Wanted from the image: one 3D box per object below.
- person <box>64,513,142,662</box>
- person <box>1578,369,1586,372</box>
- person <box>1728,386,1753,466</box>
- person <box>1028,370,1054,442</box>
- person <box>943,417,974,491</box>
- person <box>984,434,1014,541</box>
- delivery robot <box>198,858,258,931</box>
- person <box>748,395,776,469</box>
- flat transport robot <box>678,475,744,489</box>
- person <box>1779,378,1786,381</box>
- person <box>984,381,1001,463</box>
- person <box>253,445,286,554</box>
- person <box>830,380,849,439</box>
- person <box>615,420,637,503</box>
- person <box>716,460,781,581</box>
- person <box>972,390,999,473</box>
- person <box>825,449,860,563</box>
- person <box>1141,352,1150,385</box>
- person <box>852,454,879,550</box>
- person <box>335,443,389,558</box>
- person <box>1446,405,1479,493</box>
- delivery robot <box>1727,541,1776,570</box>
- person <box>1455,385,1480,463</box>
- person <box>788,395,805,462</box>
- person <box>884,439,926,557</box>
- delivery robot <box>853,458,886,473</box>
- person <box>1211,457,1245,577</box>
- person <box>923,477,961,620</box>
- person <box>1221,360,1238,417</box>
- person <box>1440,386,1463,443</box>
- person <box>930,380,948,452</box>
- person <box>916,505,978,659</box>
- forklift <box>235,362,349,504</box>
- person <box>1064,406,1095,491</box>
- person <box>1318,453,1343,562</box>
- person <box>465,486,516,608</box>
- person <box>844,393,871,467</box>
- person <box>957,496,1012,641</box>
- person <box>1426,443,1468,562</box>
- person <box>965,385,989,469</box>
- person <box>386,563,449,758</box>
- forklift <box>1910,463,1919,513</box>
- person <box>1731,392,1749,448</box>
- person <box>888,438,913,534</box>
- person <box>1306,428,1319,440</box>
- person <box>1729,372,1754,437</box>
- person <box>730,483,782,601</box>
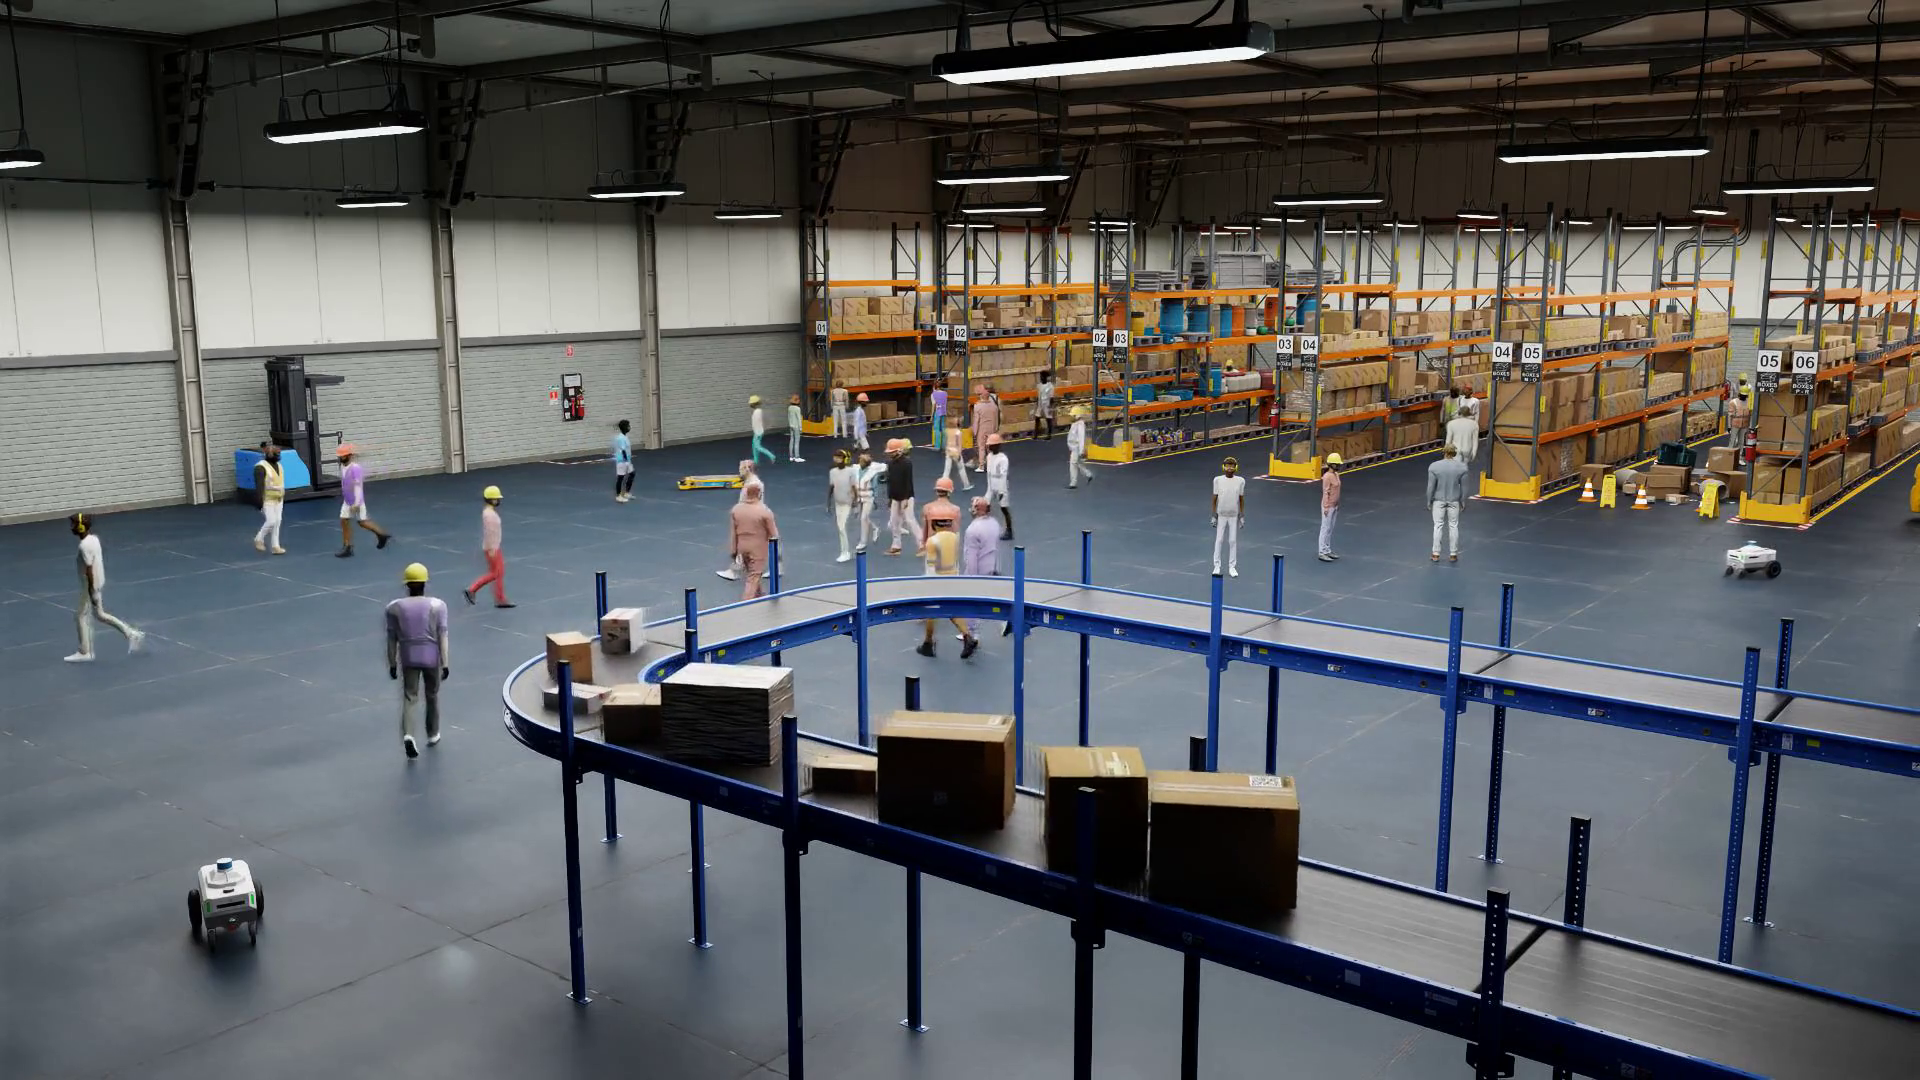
[{"bbox_3d":[-10.566,0.558,19.148,0.780,1.844,0.520,-2,10,-10],"label":"person"},{"bbox_3d":[16.578,-3.573,41.836,0.480,2.031,0.618,-10,14,-43],"label":"person"},{"bbox_3d":[18.715,-2.744,37.513,0.585,1.917,0.381,1,10,4],"label":"person"},{"bbox_3d":[2.196,-3.607,42.309,0.632,1.932,0.886,9,14,42],"label":"person"},{"bbox_3d":[-0.096,-1.805,33.146,0.513,1.594,0.851,9,14,43],"label":"person"},{"bbox_3d":[0.580,-0.900,27.216,0.975,1.882,0.565,-8,13,-38],"label":"person"},{"bbox_3d":[-5.329,2.556,11.370,0.477,0.478,0.707,-5,11,-29],"label":"delivery robot"},{"bbox_3d":[-4.707,-2.547,36.907,0.635,1.742,0.524,-1,10,-6],"label":"person"},{"bbox_3d":[-5.386,-1.265,33.940,1.431,0.197,0.652,-2,10,-13],"label":"flat transport robot"},{"bbox_3d":[24.034,-4.201,45.753,0.918,1.918,0.626,4,11,21],"label":"person"},{"bbox_3d":[0.665,-2.830,37.768,0.538,2.000,0.725,7,12,35],"label":"person"},{"bbox_3d":[-11.497,-0.670,26.109,0.455,1.823,0.653,2,10,11],"label":"person"},{"bbox_3d":[-3.334,-3.618,43.249,0.516,1.630,0.314,0,10,0],"label":"person"},{"bbox_3d":[-6.772,-1.597,31.733,0.539,1.683,0.548,0,10,-1],"label":"person"},{"bbox_3d":[-3.237,-0.301,23.962,1.015,1.849,0.666,-2,10,-11],"label":"person"},{"bbox_3d":[0.574,-2.522,36.289,0.639,1.911,0.406,-5,11,-28],"label":"person"},{"bbox_3d":[-1.943,-0.547,25.335,0.575,1.844,0.593,7,12,33],"label":"person"},{"bbox_3d":[6.169,-5.381,52.343,0.702,1.916,0.662,-7,12,-33],"label":"person"},{"bbox_3d":[-1.598,-0.686,26.763,0.521,1.620,0.679,8,13,36],"label":"person"},{"bbox_3d":[-10.002,-0.689,26.016,0.542,1.906,0.863,7,12,34],"label":"person"},{"bbox_3d":[10.452,-1.853,32.544,0.631,1.909,0.890,1,10,6],"label":"person"},{"bbox_3d":[12.295,0.260,24.295,0.707,0.478,0.477,-3,11,-18],"label":"delivery robot"},{"bbox_3d":[12.318,-2.823,38.056,0.575,1.883,0.362,8,13,38],"label":"person"},{"bbox_3d":[-4.017,-2.740,38.278,0.280,1.636,0.500,-8,13,-39],"label":"person"},{"bbox_3d":[-0.914,-0.698,25.872,0.601,1.965,0.827,-8,13,-37],"label":"person"},{"bbox_3d":[-2.006,-1.577,34.635,0.707,0.478,0.477,-3,11,-18],"label":"delivery robot"},{"bbox_3d":[4.152,-0.362,24.263,0.507,1.865,0.329,1,10,4],"label":"person"},{"bbox_3d":[-0.269,0.106,21.433,0.627,1.940,1.072,5,11,26],"label":"person"},{"bbox_3d":[8.438,-4.754,49.101,0.593,1.814,0.474,5,11,27],"label":"person"},{"bbox_3d":[12.377,-2.975,39.172,0.640,1.809,0.909,9,13,40],"label":"person"},{"bbox_3d":[-0.541,-3.197,40.251,0.384,1.849,0.570,8,13,39],"label":"person"},{"bbox_3d":[-0.176,0.527,19.181,0.877,1.906,0.547,9,14,42],"label":"person"},{"bbox_3d":[-13.803,-2.244,32.110,1.129,2.768,1.873,8,13,37],"label":"forklift"},{"bbox_3d":[2.561,-1.965,33.417,0.619,1.811,0.599,-1,10,-5],"label":"person"},{"bbox_3d":[6.079,-0.546,25.568,0.325,1.767,0.533,6,12,32],"label":"person"},{"bbox_3d":[-6.617,0.106,21.951,0.587,1.750,0.528,-2,10,-11],"label":"person"},{"bbox_3d":[-2.329,-2.436,35.881,1.013,1.893,0.555,0,10,0],"label":"person"},{"bbox_3d":[0.302,0.382,20.013,0.645,1.890,0.651,6,12,32],"label":"person"},{"bbox_3d":[7.931,-0.621,25.500,0.637,1.938,0.355,2,10,10],"label":"person"},{"bbox_3d":[0.540,-2.653,36.788,1.021,2.003,0.625,5,11,27],"label":"person"},{"bbox_3d":[-5.372,1.178,15.500,0.593,1.902,0.852,-2,10,-9],"label":"person"},{"bbox_3d":[19.034,-1.348,28.998,2.313,2.155,1.214,8,13,37],"label":"forklift"},{"bbox_3d":[20.279,-3.149,40.633,0.523,1.615,0.487,4,11,22],"label":"person"},{"bbox_3d":[-1.021,-0.957,27.976,0.397,1.727,0.496,1,10,8],"label":"person"},{"bbox_3d":[8.982,-3.128,39.601,1.011,1.950,0.650,-7,12,-35],"label":"person"},{"bbox_3d":[21.690,-3.752,43.452,0.613,1.814,0.434,6,12,30],"label":"person"},{"bbox_3d":[-2.768,0.134,21.491,0.675,1.851,0.999,5,11,26],"label":"person"}]
